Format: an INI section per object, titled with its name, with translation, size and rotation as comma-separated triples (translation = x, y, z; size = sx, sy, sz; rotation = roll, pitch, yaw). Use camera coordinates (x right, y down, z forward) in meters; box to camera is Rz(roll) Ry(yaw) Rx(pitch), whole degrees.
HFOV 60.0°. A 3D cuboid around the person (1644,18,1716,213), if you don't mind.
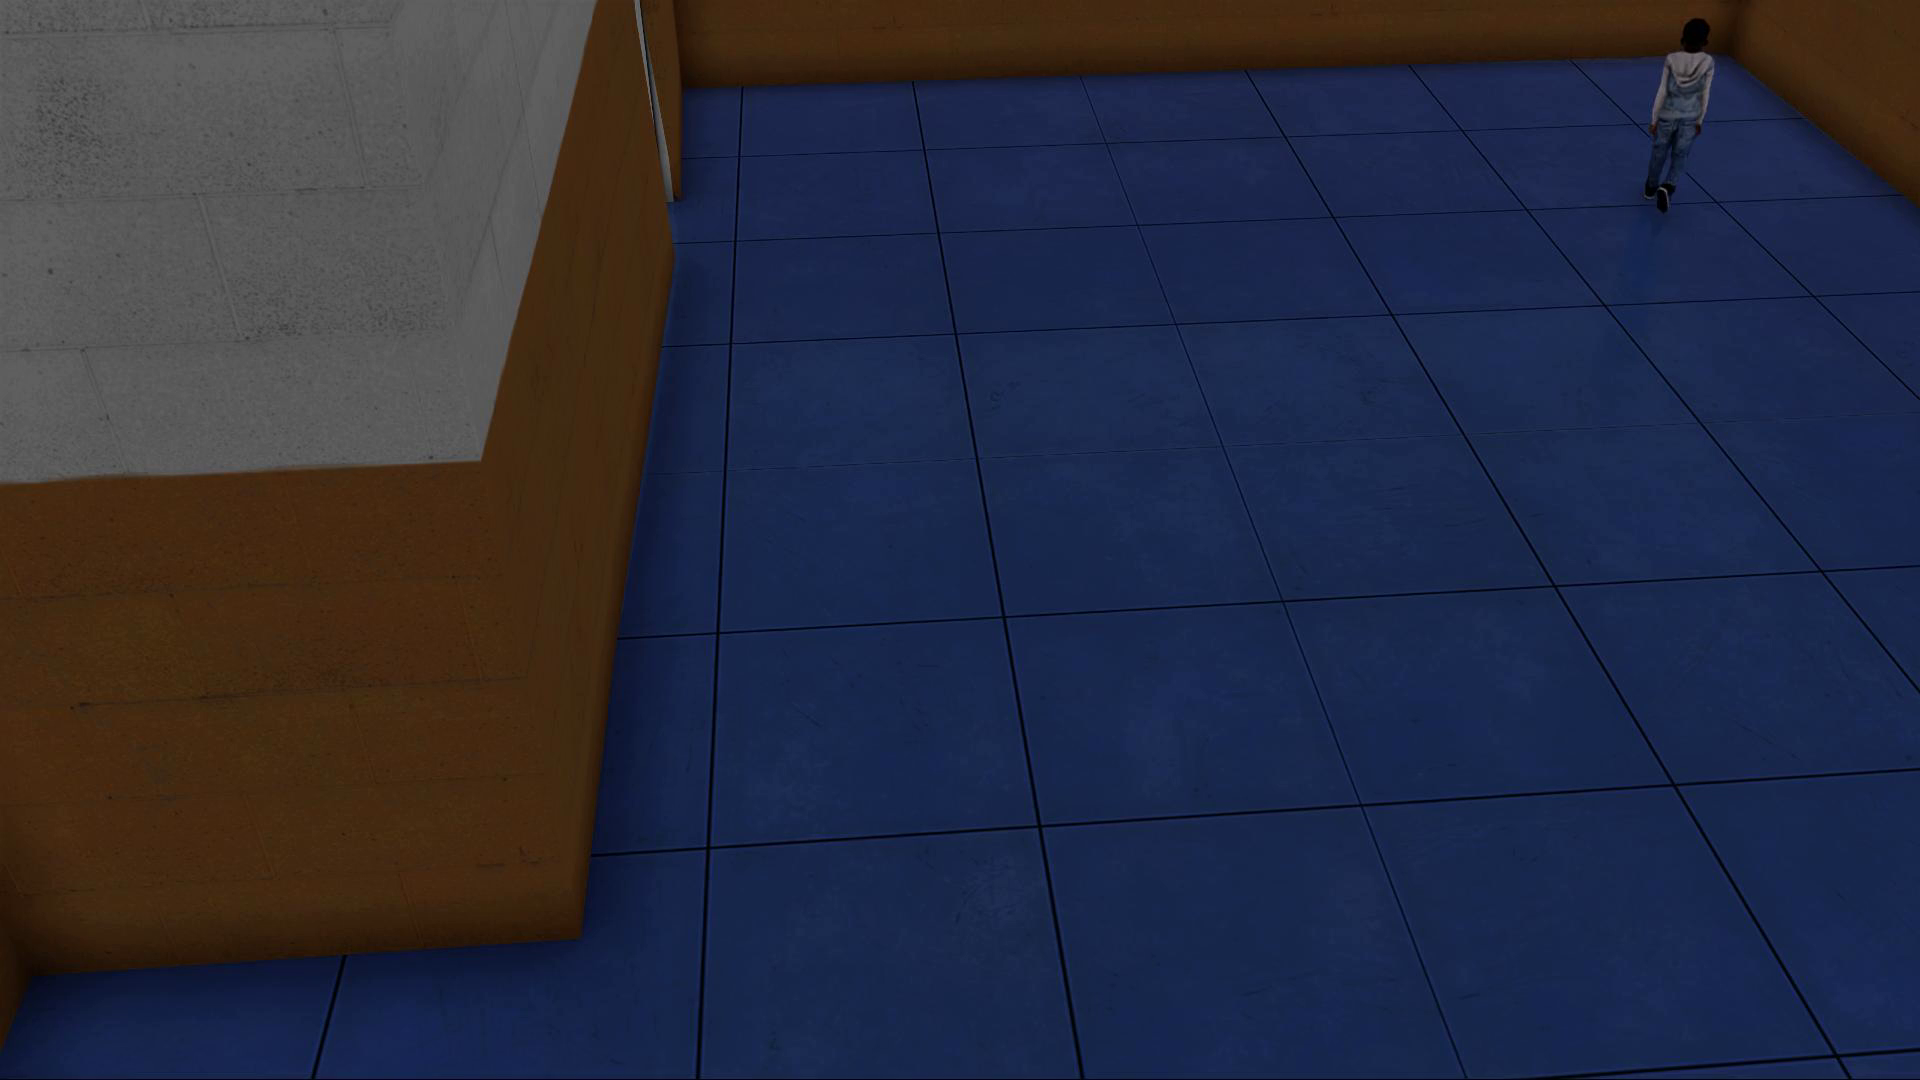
[person]
translation = 4.723, -2.778, 10.937
size = 0.763, 1.249, 0.747
rotation = 15, 39, 19
